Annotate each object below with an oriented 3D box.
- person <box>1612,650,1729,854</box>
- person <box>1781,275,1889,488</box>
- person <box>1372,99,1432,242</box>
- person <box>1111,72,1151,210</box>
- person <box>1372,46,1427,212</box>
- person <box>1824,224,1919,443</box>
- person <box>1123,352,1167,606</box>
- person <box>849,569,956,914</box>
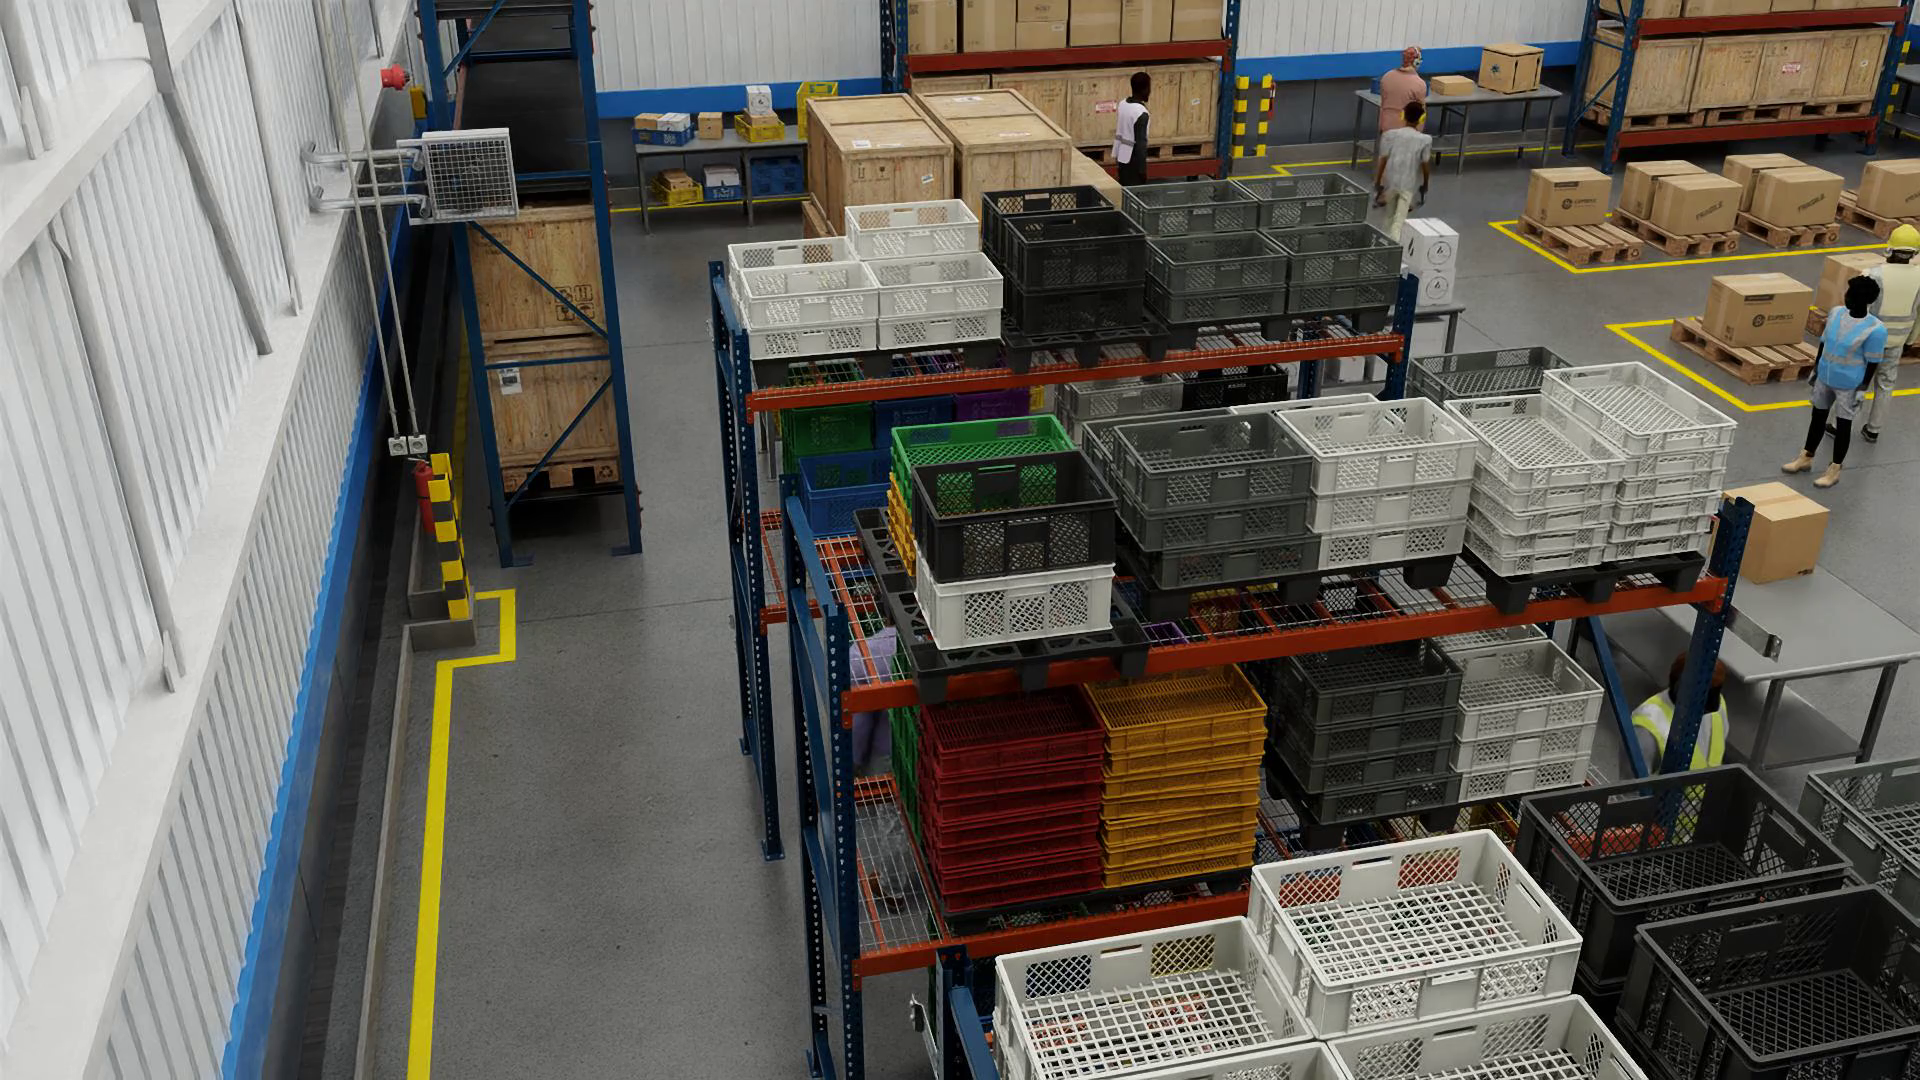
[{"bbox_3d":[3.307,1.317,7.846,0.625,1.843,0.430,-17,32,-29],"label":"person"},{"bbox_3d":[6.792,-1.232,12.834,0.322,1.696,0.530,-11,30,-20],"label":"person"},{"bbox_3d":[4.595,-3.648,17.302,0.518,1.808,0.997,14,31,25],"label":"person"},{"bbox_3d":[1.861,-4.116,18.087,0.389,1.911,0.591,-8,29,-16],"label":"person"},{"bbox_3d":[5.140,-4.771,19.344,0.401,1.900,0.636,-19,33,-31],"label":"person"},{"bbox_3d":[7.463,-1.662,13.508,0.590,1.833,0.404,2,28,5],"label":"person"},{"bbox_3d":[1.174,-0.407,11.087,0.395,1.871,0.592,-1,28,-1],"label":"person"},{"bbox_3d":[-0.277,1.007,8.330,0.627,1.941,0.370,-12,30,-22],"label":"person"}]
